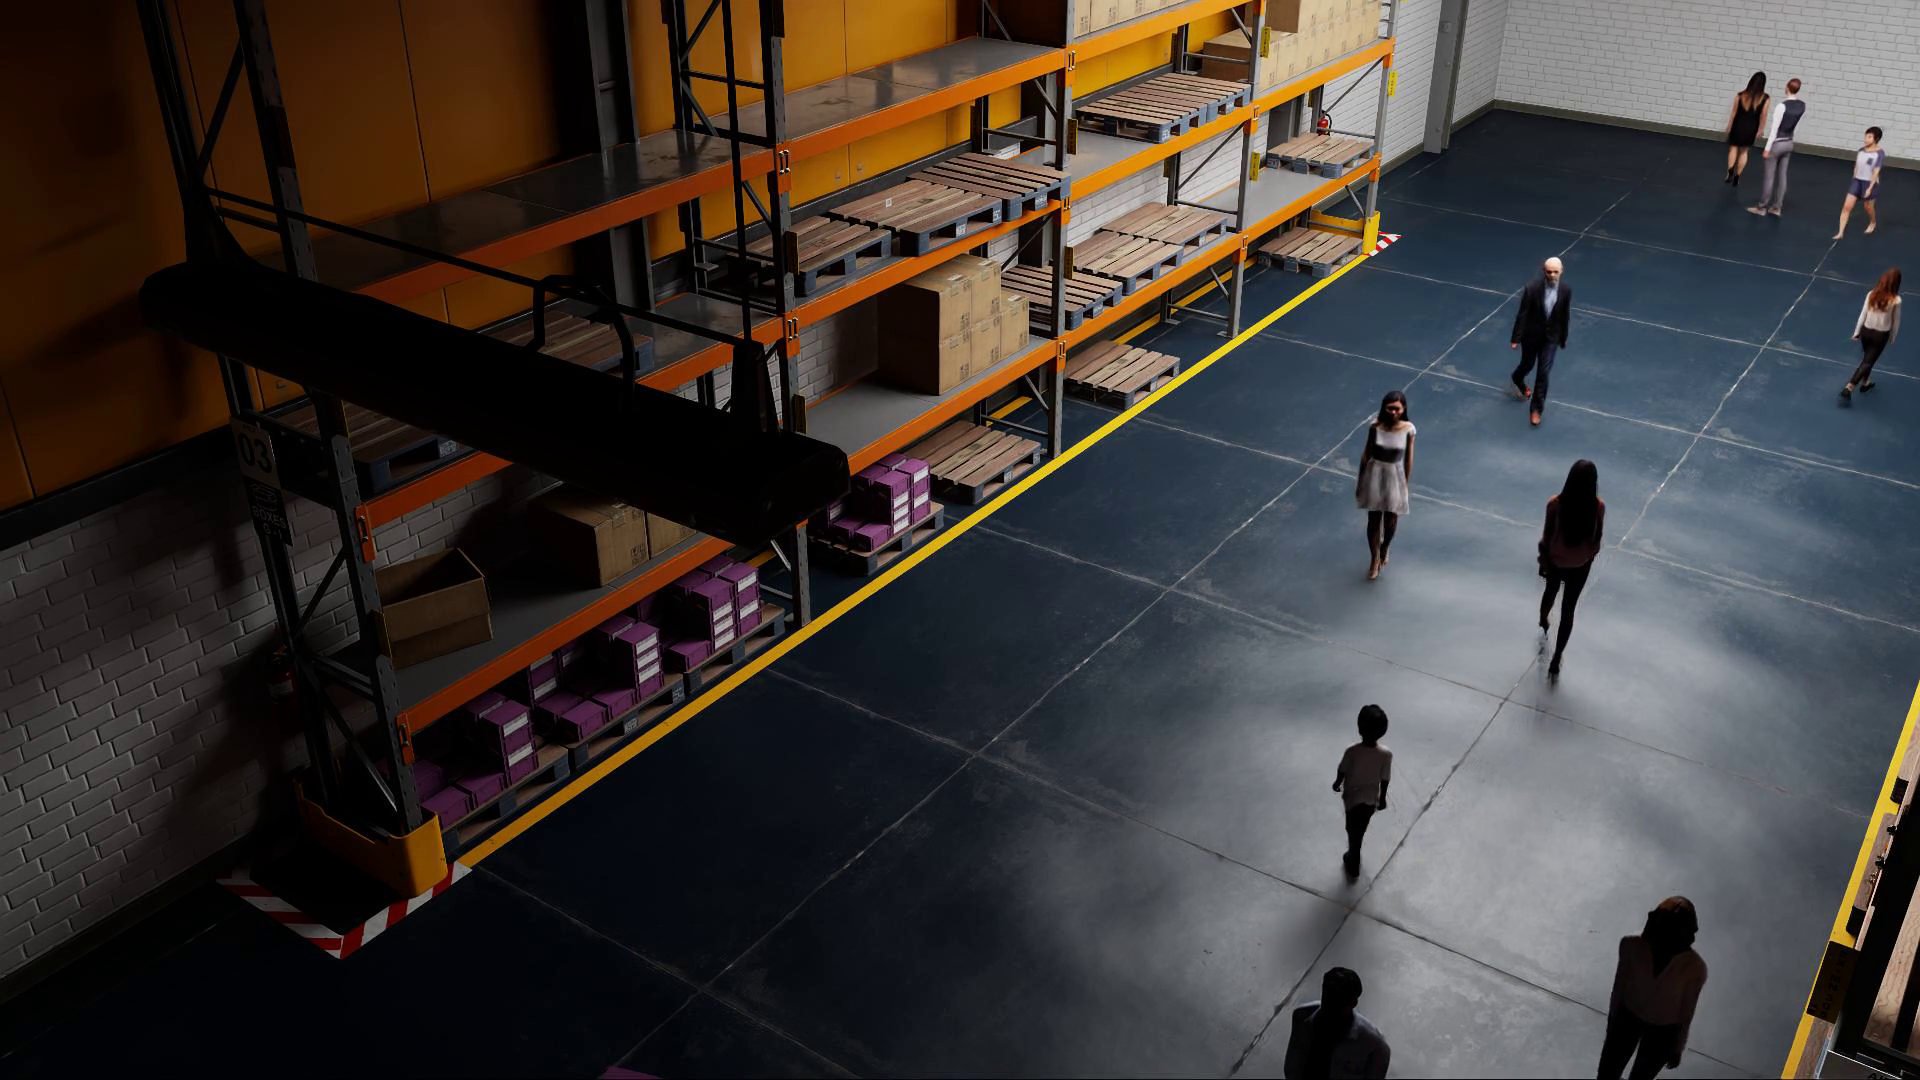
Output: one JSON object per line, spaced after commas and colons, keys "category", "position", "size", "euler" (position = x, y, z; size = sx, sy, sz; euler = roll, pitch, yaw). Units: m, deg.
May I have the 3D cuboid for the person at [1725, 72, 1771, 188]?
{"category": "person", "position": [11.682, -6.073, 24.752], "size": [0.717, 1.702, 0.687], "euler": [12, 31, 21]}

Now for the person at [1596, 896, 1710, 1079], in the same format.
{"category": "person", "position": [3.674, 2.557, 8.849], "size": [0.587, 1.783, 0.634], "euler": [20, 34, 32]}

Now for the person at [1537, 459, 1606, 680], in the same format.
{"category": "person", "position": [4.782, 0.266, 13.065], "size": [0.868, 1.767, 1.157], "euler": [8, 30, 15]}

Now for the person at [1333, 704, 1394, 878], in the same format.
{"category": "person", "position": [2.673, 1.693, 10.999], "size": [0.711, 1.239, 0.798], "euler": [-2, 29, -3]}

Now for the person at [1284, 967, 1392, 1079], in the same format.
{"category": "person", "position": [1.838, 2.839, 8.304], "size": [0.674, 1.809, 0.556], "euler": [20, 35, 33]}

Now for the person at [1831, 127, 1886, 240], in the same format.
{"category": "person", "position": [12.403, -4.858, 22.707], "size": [1.086, 1.528, 0.821], "euler": [-17, 33, -29]}

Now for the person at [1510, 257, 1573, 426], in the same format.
{"category": "person", "position": [6.107, -2.163, 17.524], "size": [1.099, 1.760, 1.301], "euler": [3, 29, 5]}

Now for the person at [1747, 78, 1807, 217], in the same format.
{"category": "person", "position": [11.660, -5.584, 23.602], "size": [0.738, 1.945, 0.826], "euler": [-9, 30, -17]}

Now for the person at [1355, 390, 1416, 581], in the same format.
{"category": "person", "position": [3.686, -0.503, 14.477], "size": [0.734, 1.764, 0.789], "euler": [9, 30, 17]}

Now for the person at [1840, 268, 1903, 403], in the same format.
{"category": "person", "position": [9.792, -2.173, 17.855], "size": [1.054, 1.461, 0.769], "euler": [-18, 33, -30]}
